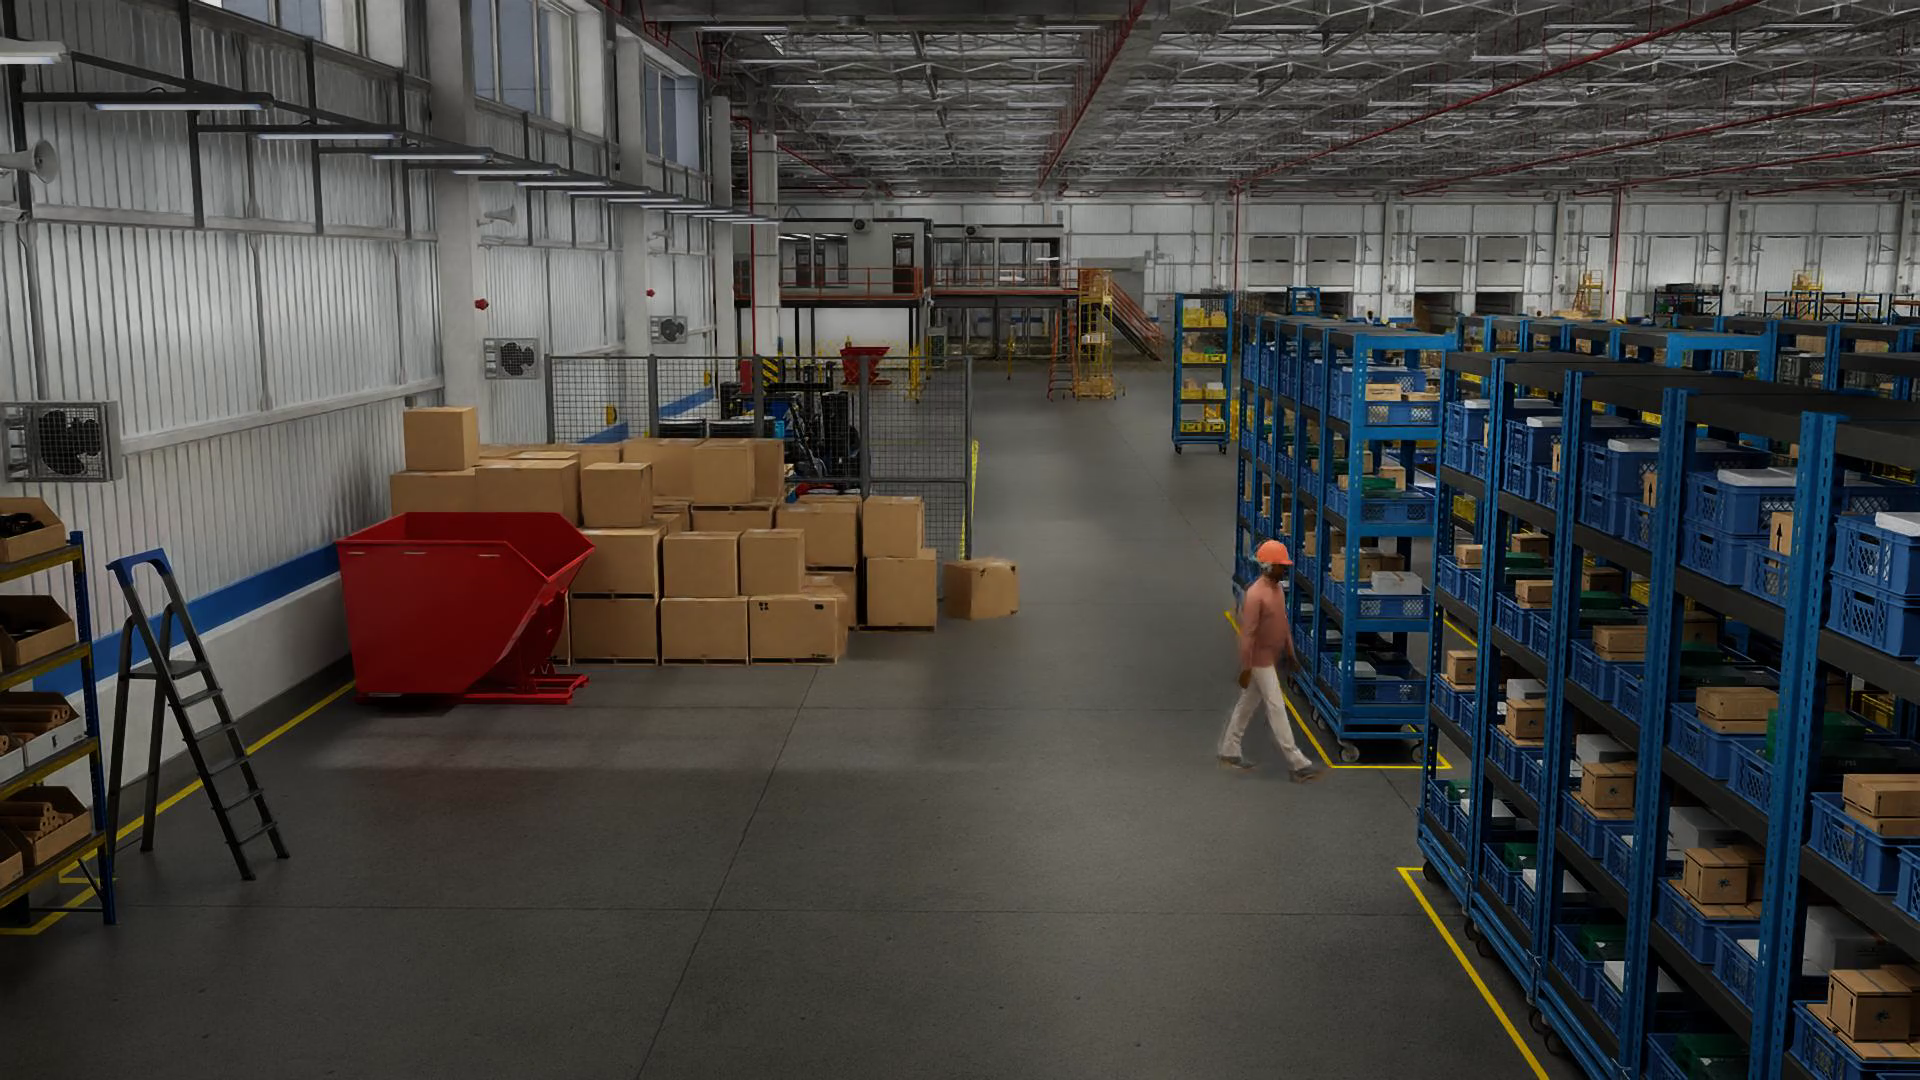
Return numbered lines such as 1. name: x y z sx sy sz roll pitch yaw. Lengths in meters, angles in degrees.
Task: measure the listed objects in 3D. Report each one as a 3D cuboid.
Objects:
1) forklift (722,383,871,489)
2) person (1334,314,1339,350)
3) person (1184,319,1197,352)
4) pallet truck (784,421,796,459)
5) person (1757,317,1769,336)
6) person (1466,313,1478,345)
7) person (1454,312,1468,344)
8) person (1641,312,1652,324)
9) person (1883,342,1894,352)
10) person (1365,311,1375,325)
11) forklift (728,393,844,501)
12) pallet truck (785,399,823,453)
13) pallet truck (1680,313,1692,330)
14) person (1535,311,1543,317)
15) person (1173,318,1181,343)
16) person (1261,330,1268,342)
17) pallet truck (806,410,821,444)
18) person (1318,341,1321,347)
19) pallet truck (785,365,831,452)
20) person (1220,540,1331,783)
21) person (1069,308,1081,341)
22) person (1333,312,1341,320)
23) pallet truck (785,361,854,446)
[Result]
1. forklift: -2.893 -1.687 28.729 2.680 1.987 1.157 0 9 -1
2. person: 18.753 -10.296 83.016 0.594 1.922 0.385 5 10 28
3. person: 10.725 -9.350 77.309 0.558 1.890 0.977 -2 10 -14
4. pallet truck: -4.013 -1.793 32.705 1.601 1.201 0.680 0 9 1
5. person: 36.881 -9.237 76.127 0.703 2.000 1.031 8 12 39
6. person: 26.335 -10.737 85.780 0.830 1.903 0.580 -8 12 -39
7. person: 27.502 -11.653 91.711 0.986 1.816 0.517 5 10 28
8. person: 36.305 -11.080 87.913 0.526 1.898 0.634 -7 11 -36
9. person: 33.821 -6.542 60.561 0.317 1.695 0.540 0 9 0
10. person: 22.146 -11.410 89.986 0.651 1.899 0.471 -1 9 -8
11. forklift: -2.979 -1.316 26.476 2.680 1.987 1.157 0 9 1
12. pallet truck: -3.814 -2.432 36.419 1.630 1.274 0.653 0 9 1
13. pallet truck: 36.315 -10.531 84.244 0.823 1.965 1.885 -6 11 -33
14. person: 32.089 -11.780 92.298 0.575 1.883 0.355 9 13 43
15. person: 10.529 -9.829 80.386 0.505 1.844 0.348 -6 11 -34
16. person: 13.270 -8.672 73.302 0.900 1.842 0.622 -4 10 -26
17. pallet truck: -3.559 -2.018 33.905 1.522 1.261 0.704 0 9 -1
18. person: 12.041 -5.736 55.248 0.732 1.818 0.607 -1 9 -5
19. pallet truck: -3.774 -2.976 37.635 1.885 1.965 0.823 1 9 5
20. person: 2.558 0.970 13.419 1.008 1.941 0.635 5 10 28
21. person: 6.813 -12.495 96.517 1.019 1.938 0.611 -4 10 -21
22. person: 21.095 -11.905 93.322 0.944 1.805 0.618 -6 11 -34
23. pallet truck: -3.410 -3.193 38.978 1.885 1.965 0.823 0 9 -1
